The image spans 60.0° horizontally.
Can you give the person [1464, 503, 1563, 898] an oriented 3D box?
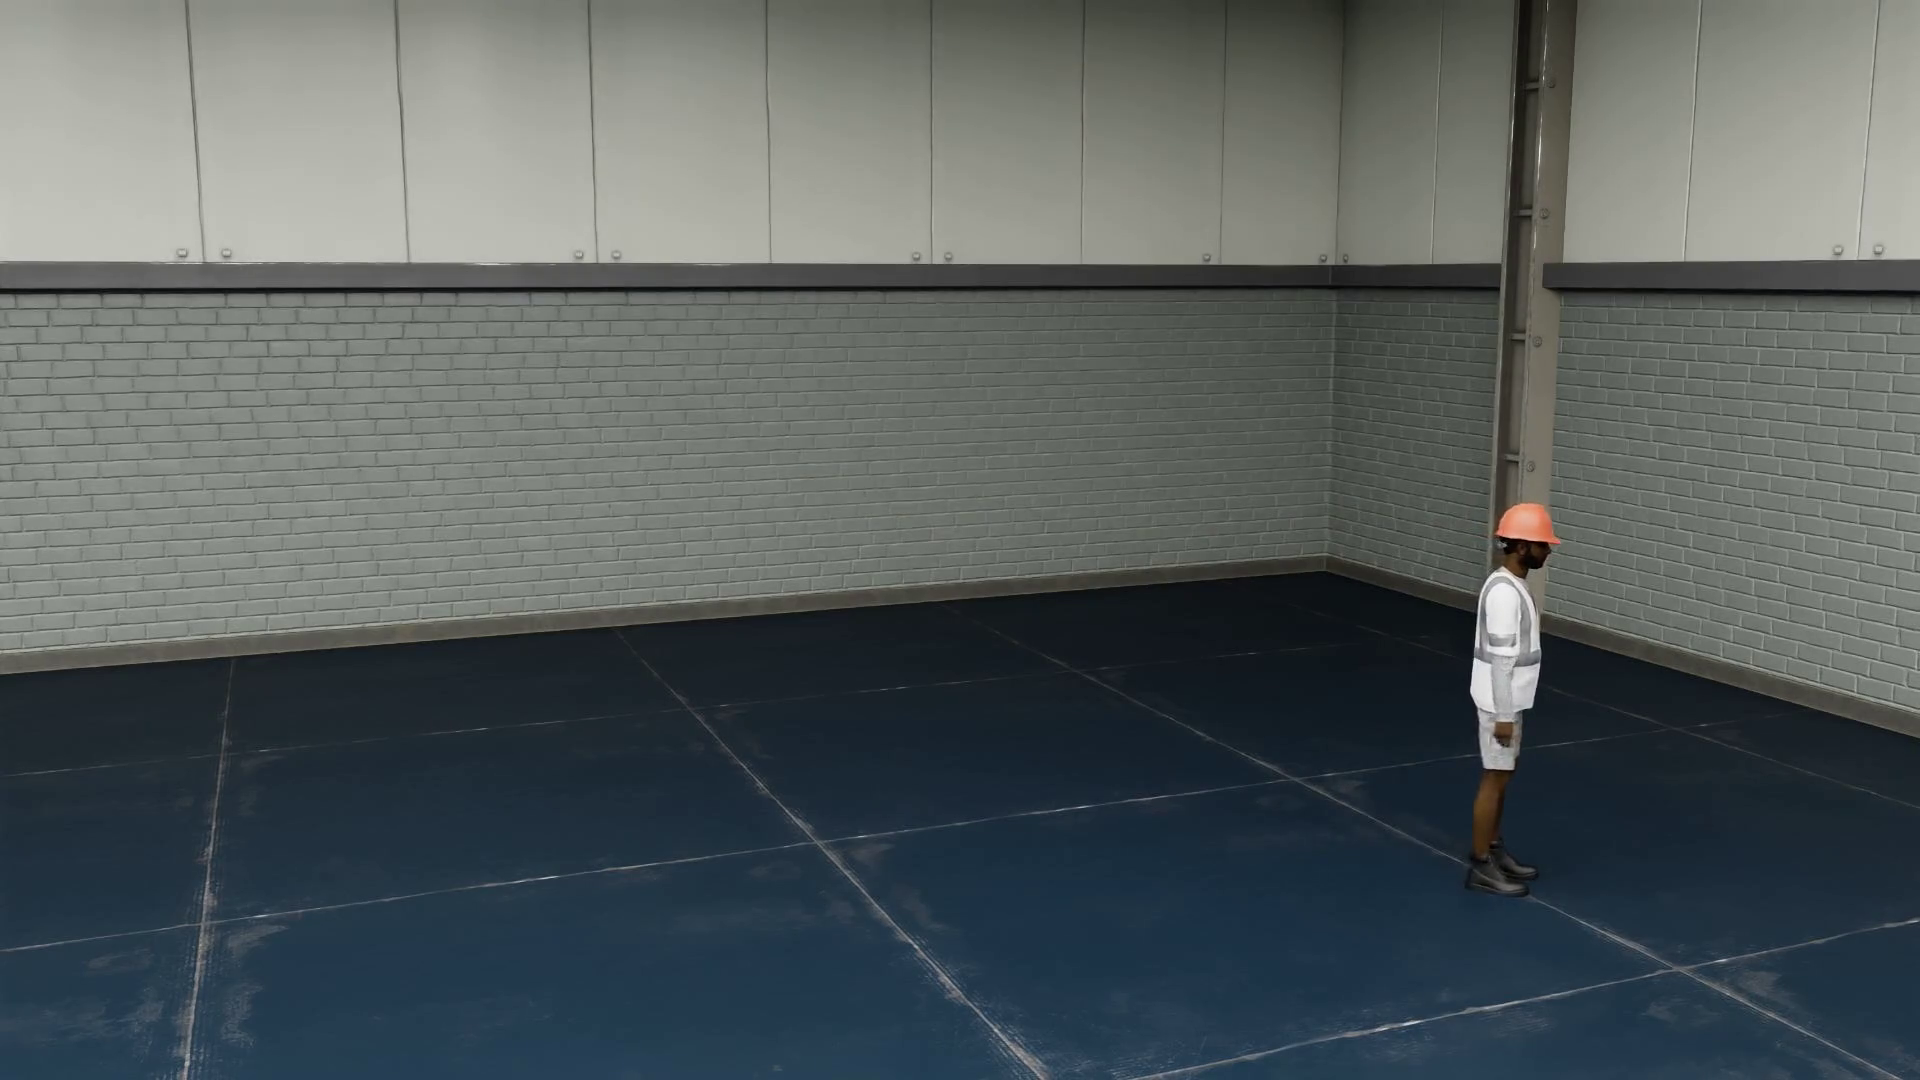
[{"bbox_3d":[2.716,0.776,8.178,0.386,1.932,0.555,4,10,23],"label":"person"}]
